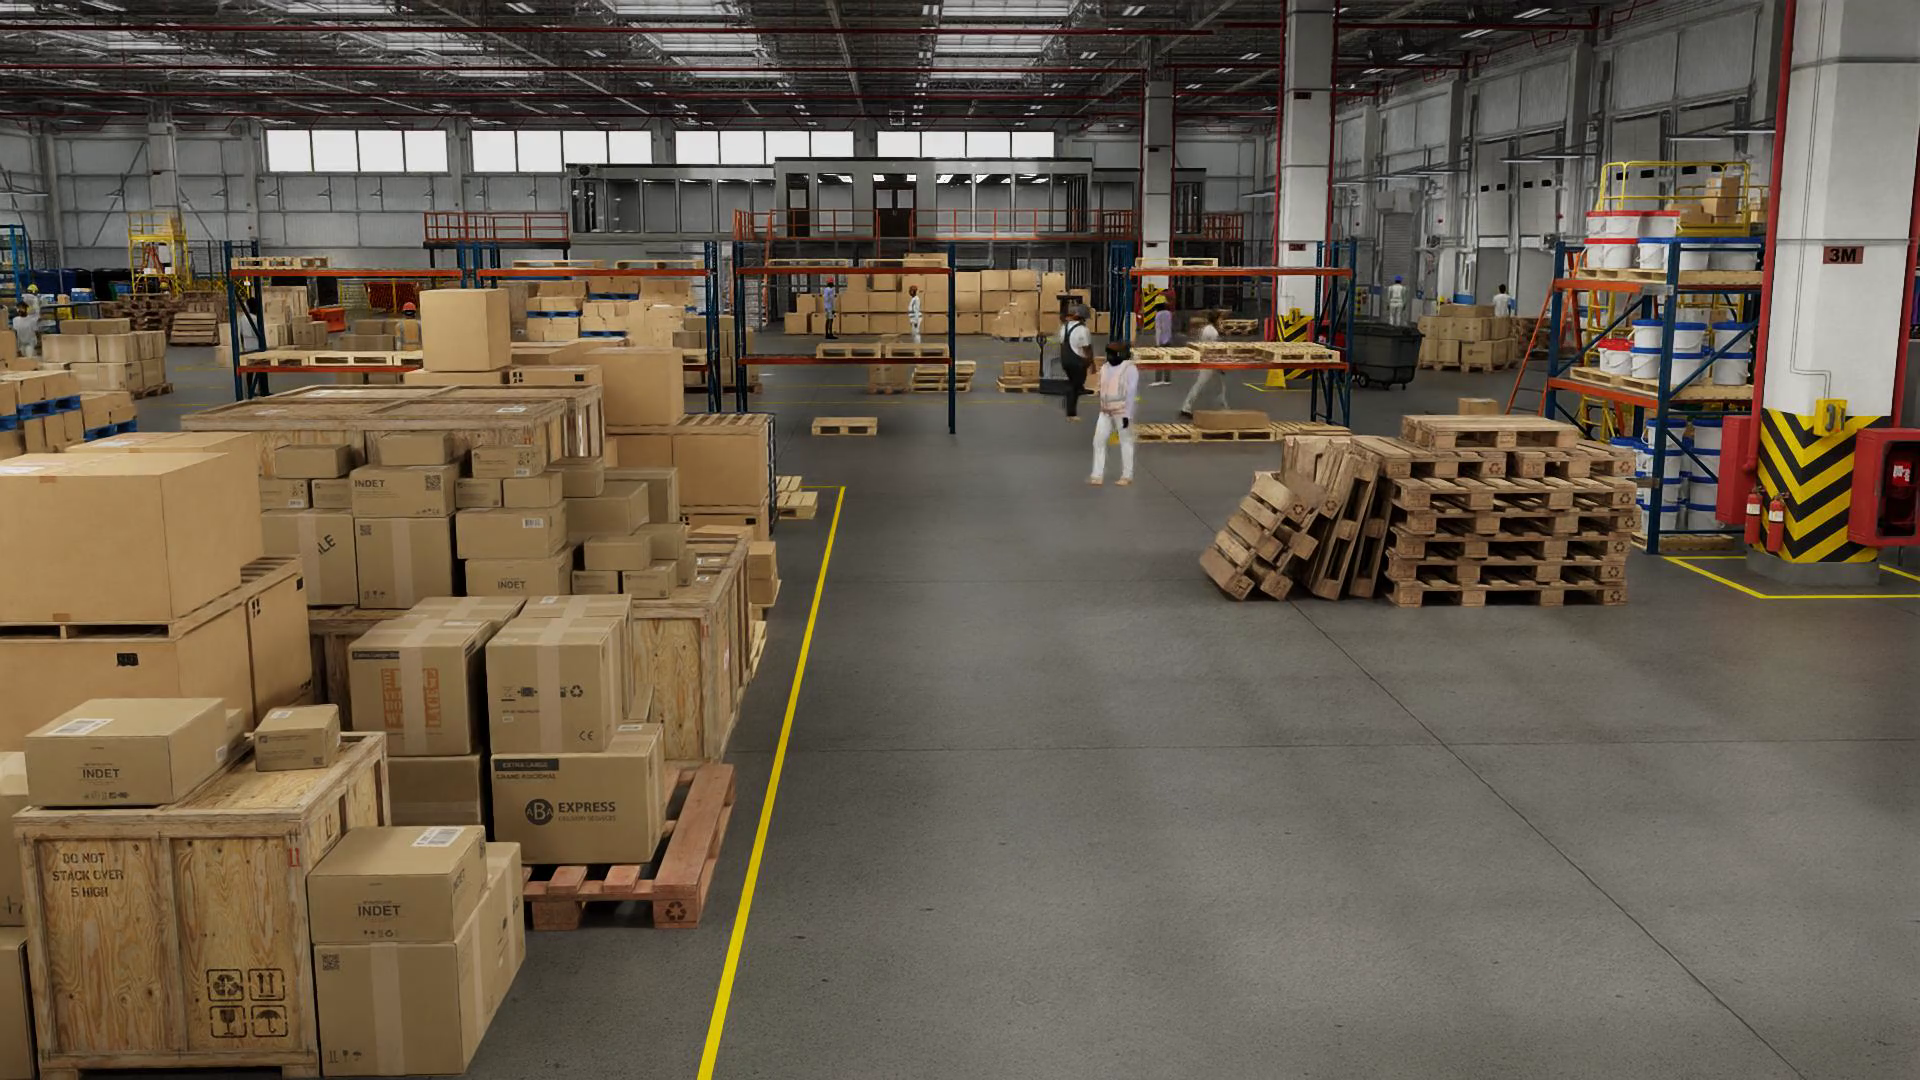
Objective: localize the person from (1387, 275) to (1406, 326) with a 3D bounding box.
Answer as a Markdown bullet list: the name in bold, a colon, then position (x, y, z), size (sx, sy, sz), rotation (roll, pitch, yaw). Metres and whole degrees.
- **person**: position (14.465, -7.800, 55.065), size (0.614, 1.934, 0.451), rotation (3, 11, 17)

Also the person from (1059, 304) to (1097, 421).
- **person**: position (2.032, -3.021, 28.148), size (0.594, 2.000, 0.713), rotation (-6, 12, -29)

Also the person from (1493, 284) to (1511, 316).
- **person**: position (15.331, -6.308, 47.005), size (0.551, 1.839, 0.716), rotation (5, 11, 26)

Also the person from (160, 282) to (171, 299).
- **person**: position (-25.471, -7.402, 53.403), size (0.330, 1.737, 0.489), rotation (-4, 11, -23)

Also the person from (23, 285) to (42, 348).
- **person**: position (-26.441, -6.374, 47.481), size (0.591, 1.817, 0.419), rotation (7, 12, 33)

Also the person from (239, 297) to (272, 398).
- **person**: position (-13.742, -3.749, 32.417), size (0.613, 1.962, 0.367), rotation (5, 11, 25)

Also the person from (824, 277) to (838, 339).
- **person**: position (-4.040, -7.228, 51.861), size (0.346, 1.942, 0.546), rotation (-5, 12, -28)

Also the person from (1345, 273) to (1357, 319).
- **person**: position (15.490, -9.650, 65.654), size (0.429, 1.837, 0.621), rotation (-5, 11, -27)

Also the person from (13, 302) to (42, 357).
- **person**: position (-18.984, -3.929, 33.832), size (0.499, 1.828, 0.993), rotation (1, 10, 4)

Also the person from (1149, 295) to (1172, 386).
- **person**: position (4.252, -4.212, 35.130), size (0.391, 1.928, 0.597), rotation (8, 13, 36)

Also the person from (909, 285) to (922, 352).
- **person**: position (-1.199, -5.838, 44.314), size (0.354, 1.876, 0.574), rotation (-3, 11, -16)

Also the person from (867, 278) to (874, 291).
- **person**: position (-3.178, -8.313, 58.233), size (0.616, 1.825, 0.535), rotation (-1, 10, -8)

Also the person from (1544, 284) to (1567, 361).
- **person**: position (15.083, -5.508, 42.163), size (0.489, 1.979, 0.649), rotation (9, 14, 42)

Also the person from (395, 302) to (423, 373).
- **person**: position (-10.033, -3.384, 30.476), size (0.543, 1.932, 0.365), rotation (-4, 11, -20)

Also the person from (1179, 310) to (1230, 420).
- **person**: position (4.249, -2.981, 28.393), size (1.063, 1.892, 0.632), rotation (1, 10, 5)

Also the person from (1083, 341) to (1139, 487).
- **person**: position (1.867, -1.534, 20.506), size (0.631, 1.814, 0.791), rotation (10, 14, 44)

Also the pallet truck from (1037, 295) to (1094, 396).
- **pallet truck**: position (2.483, -3.881, 33.060), size (1.885, 1.965, 0.823), rotation (-7, 13, -36)
